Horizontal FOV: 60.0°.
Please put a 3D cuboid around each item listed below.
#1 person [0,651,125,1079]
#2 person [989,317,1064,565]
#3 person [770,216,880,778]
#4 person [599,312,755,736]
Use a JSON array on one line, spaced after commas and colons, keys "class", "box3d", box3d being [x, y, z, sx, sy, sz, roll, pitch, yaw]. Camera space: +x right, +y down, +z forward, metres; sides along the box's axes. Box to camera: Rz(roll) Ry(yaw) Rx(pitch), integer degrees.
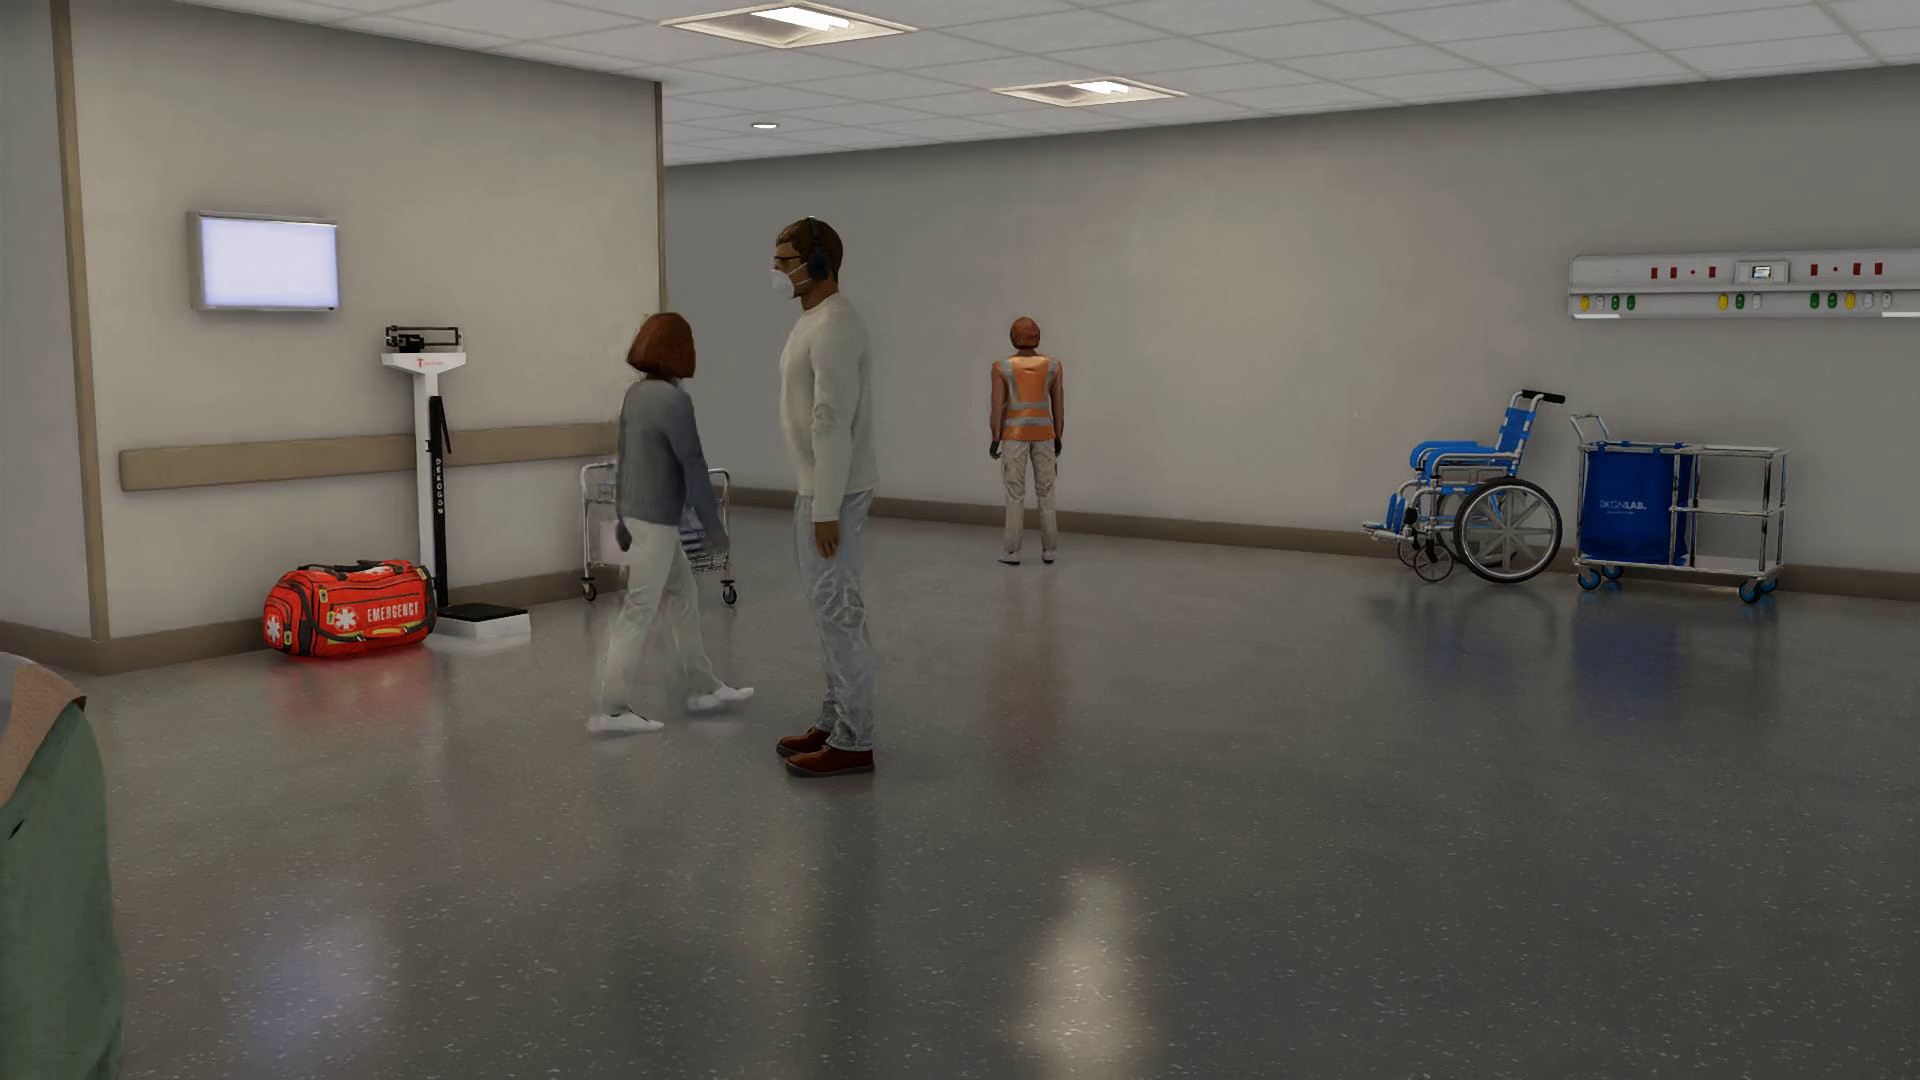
[{"class": "person", "box3d": [-0.845, 0.593, 1.158, 0.526, 1.593, 0.854, -2, 7, -17]}, {"class": "person", "box3d": [0.443, -0.651, 10.989, 0.514, 1.639, 0.311, -2, 7, -14]}, {"class": "person", "box3d": [-0.465, -0.146, 5.794, 0.368, 1.932, 0.622, -1, 7, -8]}, {"class": "person", "box3d": [-1.074, -0.062, 6.410, 0.780, 1.600, 0.507, -4, 8, -28]}]
